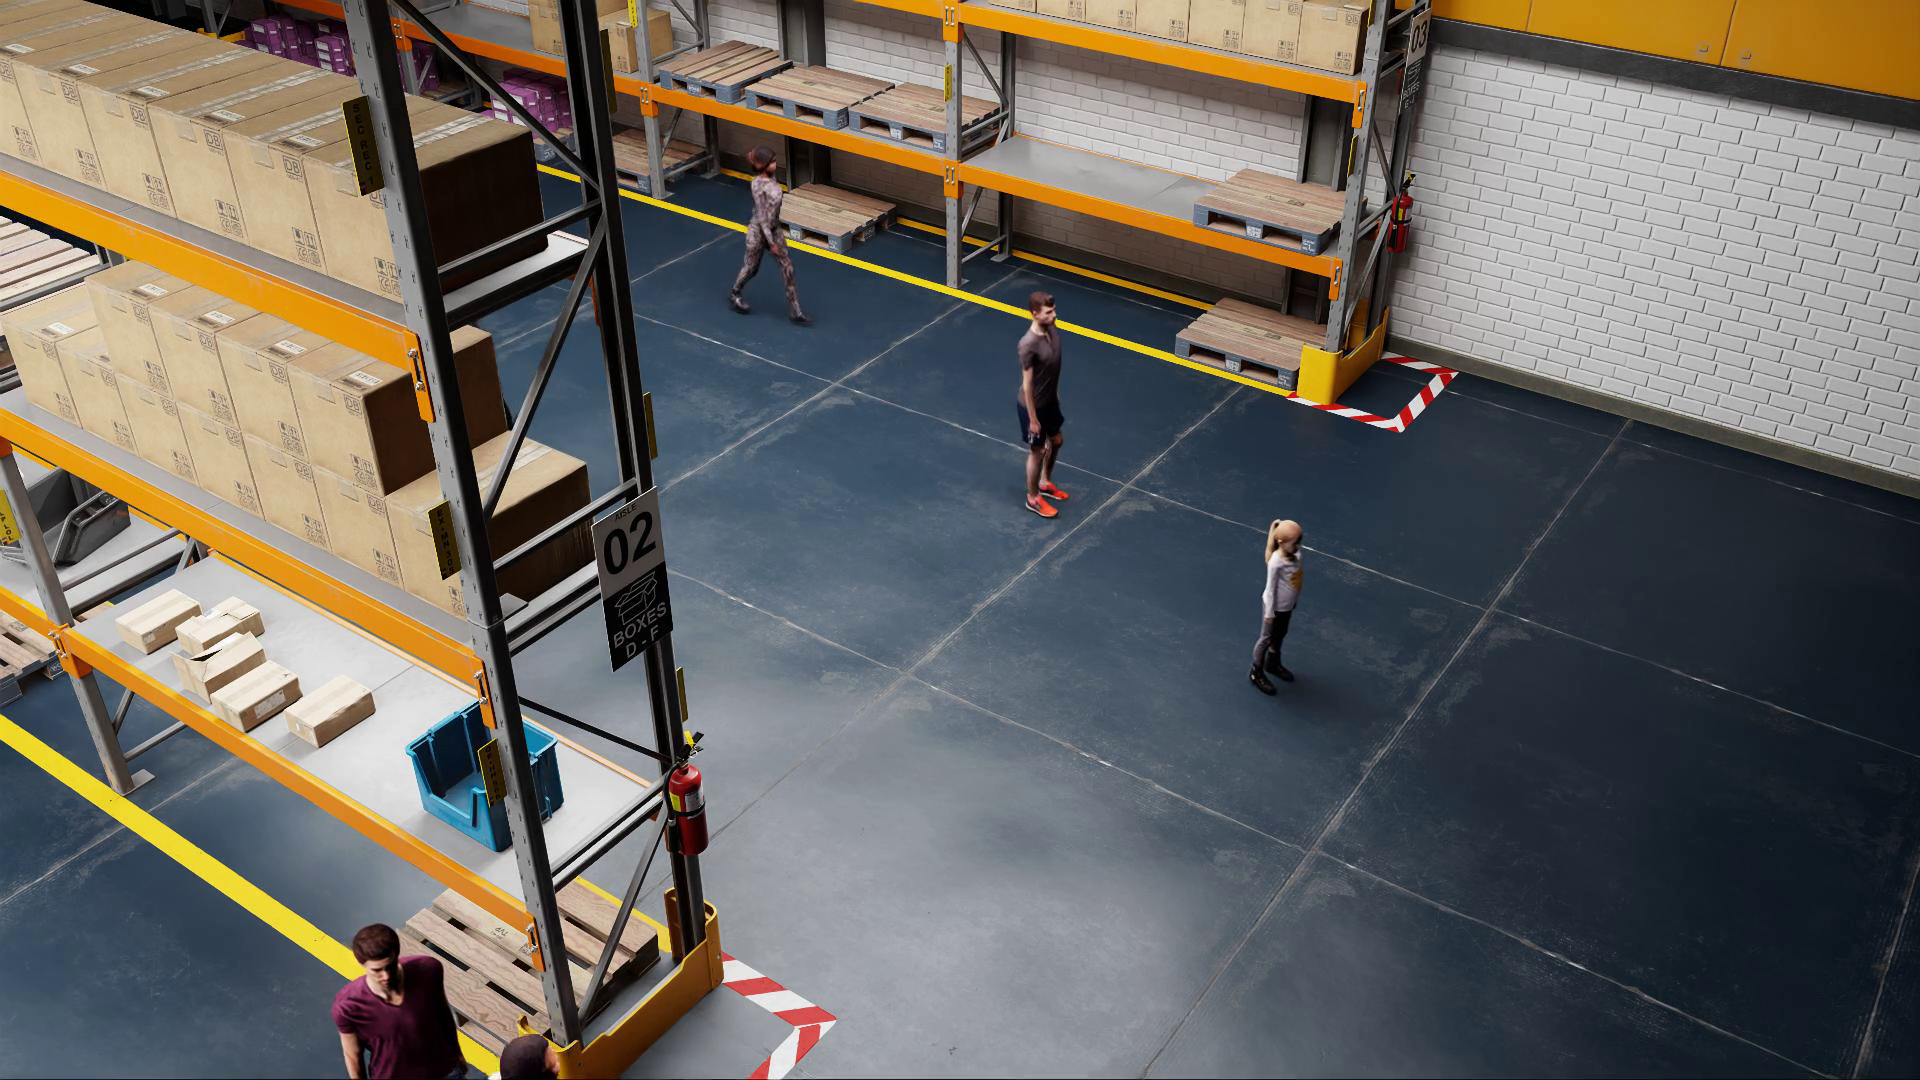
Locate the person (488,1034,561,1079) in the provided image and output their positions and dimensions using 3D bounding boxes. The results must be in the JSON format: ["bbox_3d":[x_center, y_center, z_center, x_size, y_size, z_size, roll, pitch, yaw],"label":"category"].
[{"bbox_3d":[-1.847,2.769,7.050,0.882,1.670,0.867,-17,37,-23],"label":"person"}]

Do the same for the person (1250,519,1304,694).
[{"bbox_3d":[2.097,0.406,10.959,0.516,1.277,0.499,27,42,34],"label":"person"}]

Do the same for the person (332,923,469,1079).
[{"bbox_3d":[-2.458,2.377,7.478,0.712,1.850,0.670,-21,39,-29],"label":"person"}]

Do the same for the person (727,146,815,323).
[{"bbox_3d":[-1.893,-2.818,15.461,1.180,1.663,0.616,18,38,25],"label":"person"}]

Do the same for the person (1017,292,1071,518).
[{"bbox_3d":[0.564,-1.061,12.651,0.622,1.849,0.708,18,38,25],"label":"person"}]
